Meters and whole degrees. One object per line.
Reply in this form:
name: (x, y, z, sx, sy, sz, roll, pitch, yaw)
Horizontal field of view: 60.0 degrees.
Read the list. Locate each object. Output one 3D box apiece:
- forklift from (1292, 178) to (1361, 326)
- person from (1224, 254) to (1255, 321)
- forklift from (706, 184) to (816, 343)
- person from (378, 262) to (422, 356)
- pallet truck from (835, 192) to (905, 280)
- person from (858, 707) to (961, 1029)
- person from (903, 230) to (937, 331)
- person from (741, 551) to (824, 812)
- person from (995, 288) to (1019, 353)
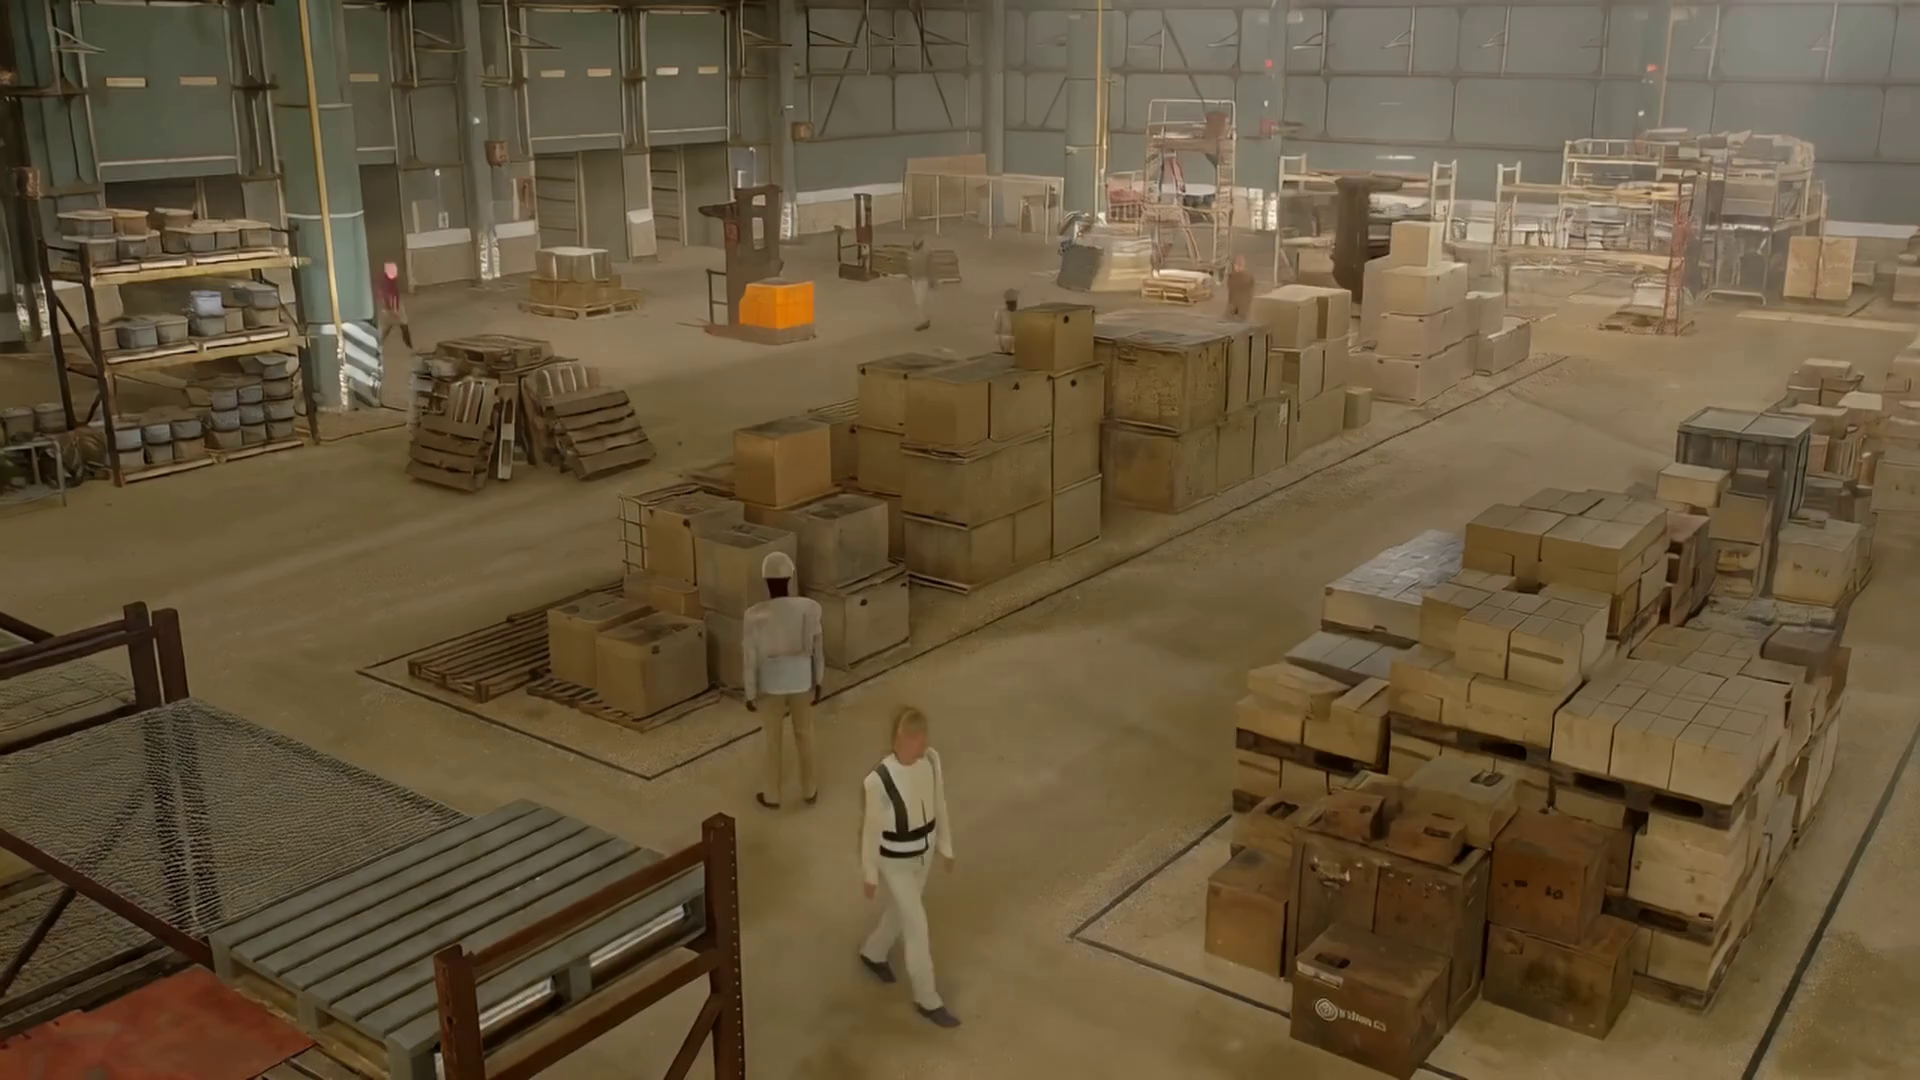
forklift: (7.463, -5.595, 32.302, 1.873, 2.768, 1.129, 5, 18, 17)
person: (4.707, -3.934, 28.473, 1.018, 1.885, 0.649, -14, 22, -38)
forklift: (-3.717, -5.181, 30.929, 1.873, 2.768, 1.129, 12, 21, 35)
person: (-10.035, -4.067, 29.324, 0.854, 1.658, 0.534, -14, 22, -39)
pallet truck: (-1.936, -7.159, 38.982, 1.885, 1.965, 0.823, -12, 21, -34)
person: (-0.314, 1.824, 9.542, 0.861, 1.867, 0.590, 12, 21, 34)
person: (-0.783, -4.956, 31.835, 0.633, 1.918, 0.630, 15, 22, 41)
person: (-1.281, 1.016, 12.067, 0.598, 1.913, 0.421, -6, 18, -18)
person: (0.755, -2.798, 24.725, 0.566, 1.882, 1.011, 5, 18, 17)
